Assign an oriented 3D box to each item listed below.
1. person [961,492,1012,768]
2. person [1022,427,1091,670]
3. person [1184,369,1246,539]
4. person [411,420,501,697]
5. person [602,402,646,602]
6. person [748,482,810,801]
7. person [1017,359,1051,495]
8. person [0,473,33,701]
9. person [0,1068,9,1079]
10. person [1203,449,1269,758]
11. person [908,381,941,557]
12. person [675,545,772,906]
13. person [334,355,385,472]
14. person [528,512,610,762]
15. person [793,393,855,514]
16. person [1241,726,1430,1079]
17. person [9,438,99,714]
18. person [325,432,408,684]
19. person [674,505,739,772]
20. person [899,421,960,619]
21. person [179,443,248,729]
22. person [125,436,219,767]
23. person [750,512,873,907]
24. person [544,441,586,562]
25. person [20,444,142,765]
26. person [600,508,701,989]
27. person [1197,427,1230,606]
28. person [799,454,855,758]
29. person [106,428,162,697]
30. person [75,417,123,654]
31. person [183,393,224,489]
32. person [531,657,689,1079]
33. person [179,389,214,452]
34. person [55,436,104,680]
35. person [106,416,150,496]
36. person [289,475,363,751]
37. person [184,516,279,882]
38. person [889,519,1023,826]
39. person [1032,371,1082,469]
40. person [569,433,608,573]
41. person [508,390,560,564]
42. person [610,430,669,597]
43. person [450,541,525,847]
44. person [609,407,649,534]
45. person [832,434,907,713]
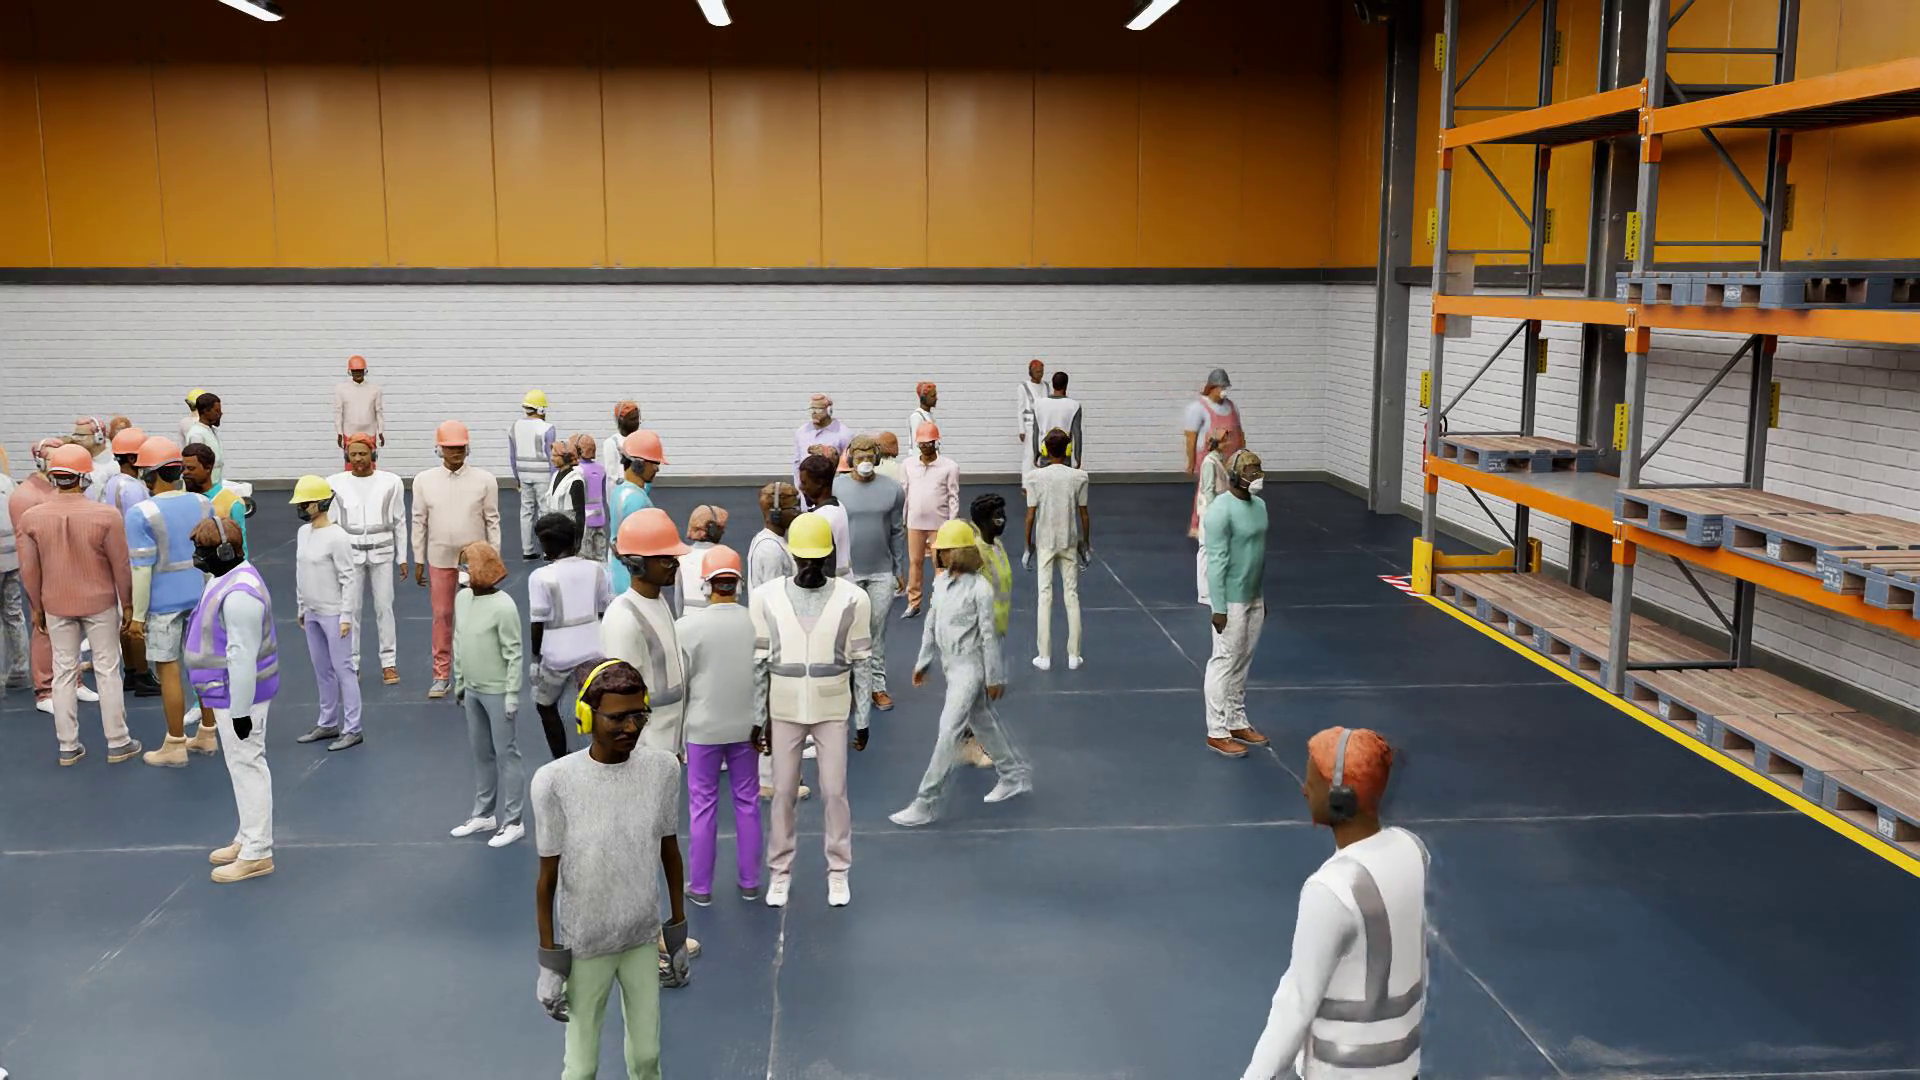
[{"bbox_3d":[0.160,0.546,10.306,0.317,1.695,0.540,3,9,17],"label":"person"},{"bbox_3d":[0.741,0.069,12.781,0.533,1.864,0.312,-1,9,-4],"label":"person"},{"bbox_3d":[2.898,-0.962,18.701,0.684,2.000,1.042,-7,12,-39],"label":"person"},{"bbox_3d":[-3.614,0.136,11.948,0.622,1.994,0.382,-2,9,-11],"label":"person"},{"bbox_3d":[-3.024,-0.316,15.136,0.360,1.882,0.575,3,10,21],"label":"person"},{"bbox_3d":[-1.063,0.580,9.631,0.327,1.843,0.514,-2,9,-12],"label":"person"},{"bbox_3d":[1.031,-1.541,22.861,0.588,1.874,0.348,-7,12,-38],"label":"person"},{"bbox_3d":[-6.938,0.176,11.875,0.416,1.940,0.607,1,9,4],"label":"person"},{"bbox_3d":[-3.770,1.143,6.031,0.329,1.868,0.514,3,10,18],"label":"person"},{"bbox_3d":[1.765,0.388,10.540,0.359,1.938,0.635,7,11,36],"label":"person"},{"bbox_3d":[-0.383,-0.771,17.987,0.338,1.882,0.583,2,9,12],"label":"person"},{"bbox_3d":[-1.140,0.889,8.031,0.577,1.737,0.355,-4,10,-25],"label":"person"},{"bbox_3d":[-7.767,-1.391,21.529,0.608,1.996,0.381,-5,10,-28],"label":"person"},{"bbox_3d":[-2.280,0.663,9.644,0.597,1.657,0.651,-9,13,-43],"label":"person"},{"bbox_3d":[-1.313,-0.443,15.858,0.643,1.910,0.400,4,10,25],"label":"person"},{"bbox_3d":[0.924,1.396,4.474,0.834,1.851,0.598,6,11,33],"label":"person"},{"bbox_3d":[-6.256,0.241,11.569,0.403,1.906,0.651,1,9,5],"label":"person"},{"bbox_3d":[-4.372,0.142,12.258,0.581,1.882,0.339,-3,10,-19],"label":"person"},{"bbox_3d":[-1.536,0.599,10.153,0.520,1.639,0.307,7,12,38],"label":"person"},{"bbox_3d":[-0.286,-0.169,14.615,0.562,1.752,0.324,2,9,14],"label":"person"},{"bbox_3d":[-5.027,0.301,11.150,0.592,1.919,0.392,3,9,17],"label":"person"},{"bbox_3d":[-4.872,0.379,10.268,0.370,2.044,0.608,4,10,21],"label":"person"},{"bbox_3d":[-0.710,0.813,7.952,0.590,1.918,0.395,0,9,-1],"label":"person"},{"bbox_3d":[-3.321,-0.026,14.080,0.306,1.640,0.523,-7,12,-38],"label":"person"},{"bbox_3d":[-5.423,0.402,10.277,0.612,1.995,0.378,-2,9,-10],"label":"person"},{"bbox_3d":[-1.319,0.877,7.142,0.379,2.045,0.605,0,9,2],"label":"person"},{"bbox_3d":[2.333,-0.222,15.304,0.314,1.642,0.514,3,10,18],"label":"person"},{"bbox_3d":[-0.843,0.412,10.466,0.392,1.916,0.592,0,9,0],"label":"person"},{"bbox_3d":[-5.914,0.159,11.981,0.361,1.938,0.545,-8,12,-41],"label":"person"},{"bbox_3d":[-6.869,-0.028,13.249,0.636,1.911,0.404,4,10,24],"label":"person"},{"bbox_3d":[-7.204,-0.449,15.899,0.387,1.910,0.593,-2,9,-11],"label":"person"},{"bbox_3d":[-1.081,1.278,5.212,0.509,1.860,0.333,-6,11,-34],"label":"person"},{"bbox_3d":[-8.445,-0.799,18.535,0.533,1.767,0.313,5,10,26],"label":"person"},{"bbox_3d":[-6.642,0.133,12.485,0.357,1.835,0.517,3,10,20],"label":"person"},{"bbox_3d":[-8.613,-0.491,17.123,0.511,1.601,0.817,-6,11,-34],"label":"person"},{"bbox_3d":[-4.067,0.464,10.609,0.533,1.767,0.326,7,11,36],"label":"person"},{"bbox_3d":[-3.658,0.787,8.383,0.429,1.837,0.624,-5,10,-28],"label":"person"},{"bbox_3d":[0.009,0.713,9.303,0.954,1.689,0.500,-6,11,-32],"label":"person"},{"bbox_3d":[1.129,-1.010,19.438,0.596,1.909,0.400,3,10,18],"label":"person"},{"bbox_3d":[-3.294,-0.122,14.681,0.308,1.641,0.516,4,10,22],"label":"person"},{"bbox_3d":[-4.426,-0.659,17.448,0.596,1.832,0.404,4,10,24],"label":"person"},{"bbox_3d":[-2.056,0.305,10.764,0.383,2.036,0.605,-4,10,-21],"label":"person"},{"bbox_3d":[-2.517,0.810,8.847,0.500,1.634,0.286,7,12,38],"label":"person"},{"bbox_3d":[-3.180,-0.417,16.061,0.359,1.798,0.608,-7,11,-37],"label":"person"},{"bbox_3d":[-0.671,0.238,11.519,0.635,1.926,0.354,-3,10,-20],"label":"person"}]
